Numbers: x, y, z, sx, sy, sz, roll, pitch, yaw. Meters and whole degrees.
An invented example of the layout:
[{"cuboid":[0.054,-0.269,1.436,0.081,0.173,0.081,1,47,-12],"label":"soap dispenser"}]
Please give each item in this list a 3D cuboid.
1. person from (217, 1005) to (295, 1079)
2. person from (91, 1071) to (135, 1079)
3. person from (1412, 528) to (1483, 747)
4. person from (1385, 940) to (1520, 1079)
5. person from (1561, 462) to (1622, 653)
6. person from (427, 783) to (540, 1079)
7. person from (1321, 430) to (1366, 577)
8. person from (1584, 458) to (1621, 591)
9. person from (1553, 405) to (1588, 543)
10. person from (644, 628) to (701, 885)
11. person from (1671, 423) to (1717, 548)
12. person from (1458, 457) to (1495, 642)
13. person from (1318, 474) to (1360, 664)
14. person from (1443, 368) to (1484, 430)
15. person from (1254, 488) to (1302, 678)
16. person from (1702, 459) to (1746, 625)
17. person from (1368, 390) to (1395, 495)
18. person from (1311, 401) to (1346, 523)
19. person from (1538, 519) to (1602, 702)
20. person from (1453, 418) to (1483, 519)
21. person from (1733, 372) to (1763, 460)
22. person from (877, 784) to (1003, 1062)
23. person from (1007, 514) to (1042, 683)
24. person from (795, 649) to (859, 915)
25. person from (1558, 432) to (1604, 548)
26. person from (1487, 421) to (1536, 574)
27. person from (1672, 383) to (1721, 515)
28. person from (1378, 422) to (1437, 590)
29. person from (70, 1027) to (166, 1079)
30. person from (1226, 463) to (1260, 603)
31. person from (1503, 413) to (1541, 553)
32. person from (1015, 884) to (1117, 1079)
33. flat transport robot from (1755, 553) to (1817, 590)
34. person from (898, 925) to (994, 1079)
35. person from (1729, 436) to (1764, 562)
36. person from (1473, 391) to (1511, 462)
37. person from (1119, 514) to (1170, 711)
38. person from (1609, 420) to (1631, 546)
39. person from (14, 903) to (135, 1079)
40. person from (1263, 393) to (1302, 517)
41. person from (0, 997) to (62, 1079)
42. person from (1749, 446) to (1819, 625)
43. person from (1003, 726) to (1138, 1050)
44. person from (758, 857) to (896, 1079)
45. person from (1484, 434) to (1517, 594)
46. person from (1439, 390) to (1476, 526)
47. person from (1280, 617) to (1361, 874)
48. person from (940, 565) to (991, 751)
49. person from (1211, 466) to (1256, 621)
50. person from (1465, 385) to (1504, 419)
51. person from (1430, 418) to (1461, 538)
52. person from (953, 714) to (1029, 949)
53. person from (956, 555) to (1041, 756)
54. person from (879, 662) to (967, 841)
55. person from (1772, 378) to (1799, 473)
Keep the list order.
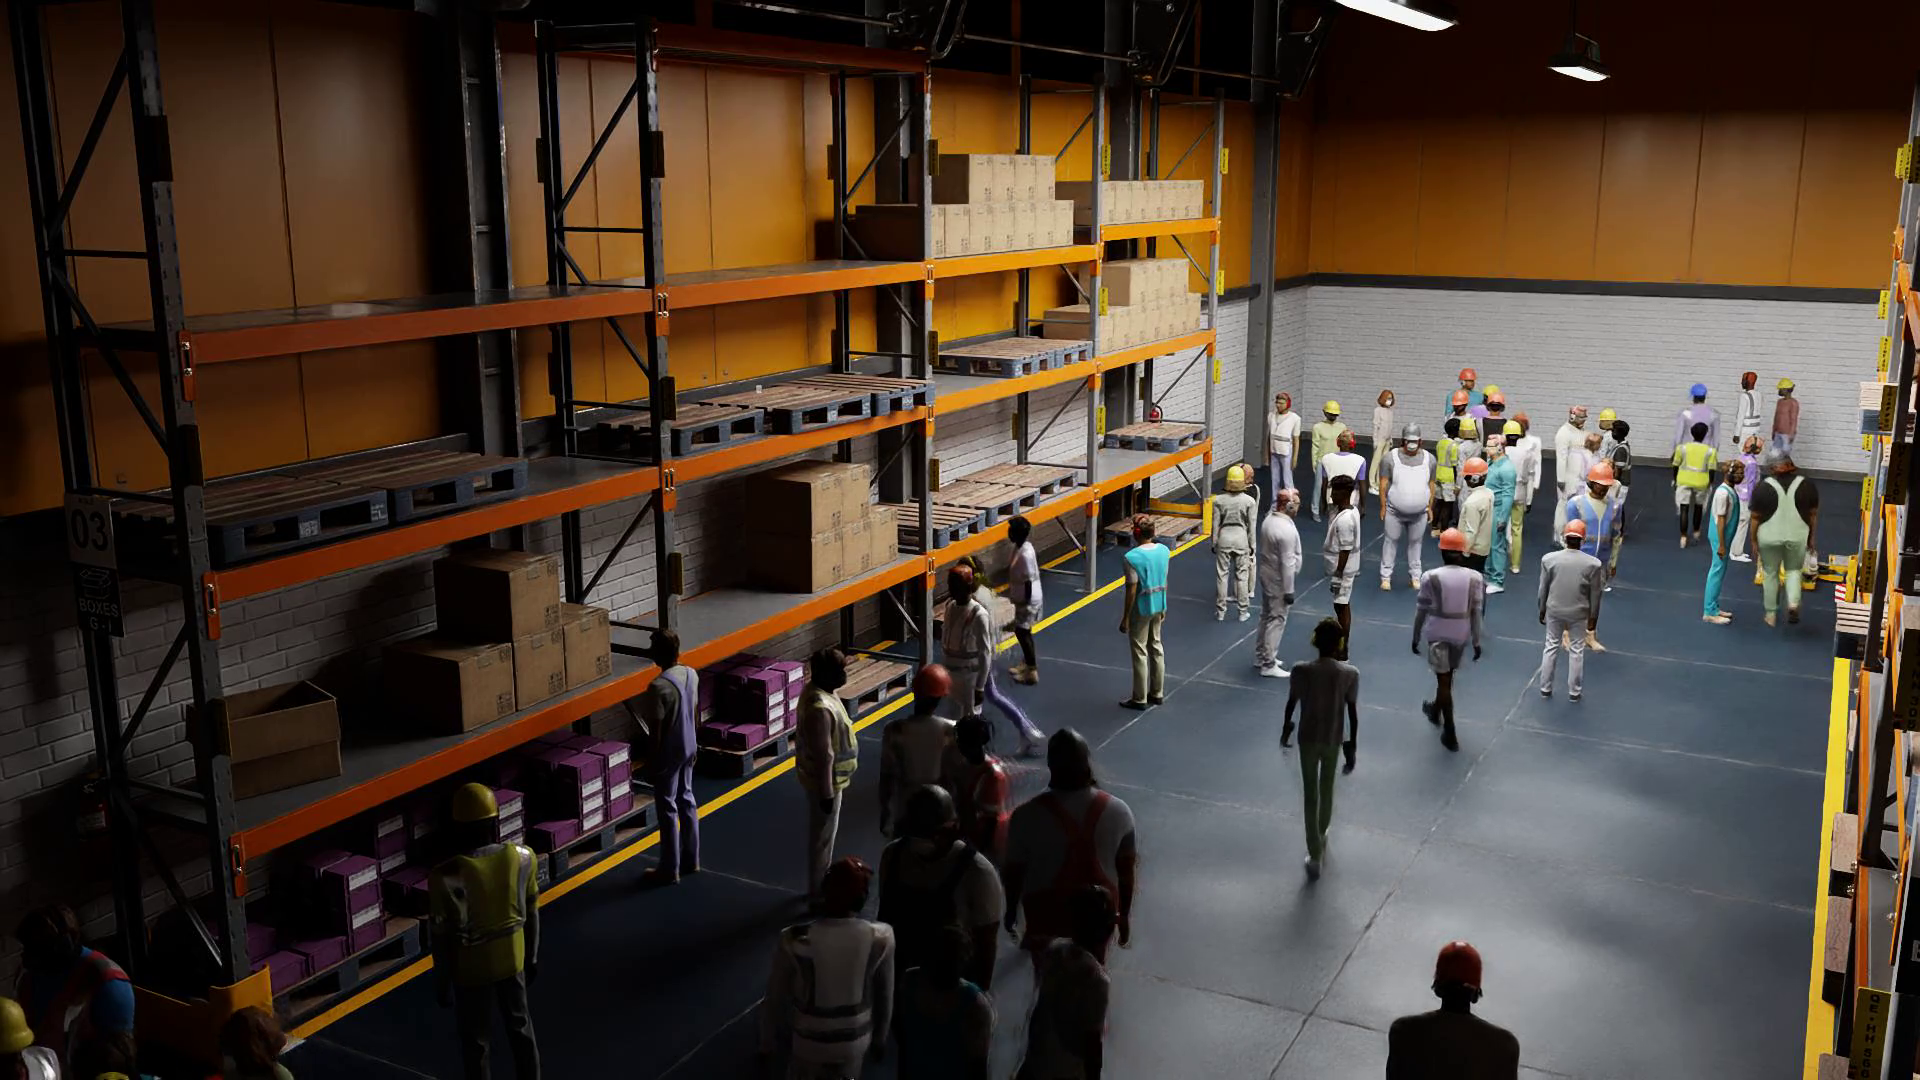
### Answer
[{"cuboid":[-2.949,2.708,7.000,0.506,1.588,0.828,10,16,39],"label":"person"},{"cuboid":[-3.136,2.783,6.340,0.572,1.741,0.443,-2,13,-10],"label":"person"},{"cuboid":[4.307,0.827,14.753,0.560,1.884,1.020,0,13,-2],"label":"person"},{"cuboid":[2.126,2.576,7.247,0.568,1.743,0.348,4,13,16],"label":"person"},{"cuboid":[6.564,0.194,17.273,0.602,2.035,0.404,-1,13,-5],"label":"person"},{"cuboid":[-2.463,2.184,8.621,0.584,1.918,0.409,-11,17,-42],"label":"person"},{"cuboid":[4.719,-0.435,20.510,0.565,1.840,0.390,7,14,29],"label":"person"},{"cuboid":[7.640,-0.181,19.840,0.502,1.632,0.279,-4,13,-16],"label":"person"},{"cuboid":[8.243,-0.882,22.397,0.658,1.893,0.400,-12,17,-43],"label":"person"},{"cuboid":[-2.038,1.520,11.775,0.349,1.836,0.517,6,14,26],"label":"person"},{"cuboid":[9.859,-0.761,22.365,0.550,1.644,0.869,6,14,25],"label":"person"},{"cuboid":[5.483,0.098,17.775,0.379,1.994,0.611,8,15,32],"label":"person"},{"cuboid":[3.887,0.295,16.986,0.367,1.953,0.606,4,13,16],"label":"person"},{"cuboid":[7.739,-1.644,25.567,0.622,1.996,0.370,-1,13,-6],"label":"person"},{"cuboid":[3.196,0.417,16.600,0.414,1.894,0.655,-1,13,-5],"label":"person"},{"cuboid":[8.504,0.010,18.507,0.331,1.843,0.519,7,14,29],"label":"person"},{"cuboid":[6.580,-1.526,25.863,0.507,1.631,0.281,-12,17,-43],"label":"person"},{"cuboid":[5.266,-1.121,23.764,0.525,1.760,0.341,-2,13,-11],"label":"person"},{"cuboid":[5.788,0.662,15.815,0.566,1.744,0.350,7,14,28],"label":"person"},{"cuboid":[6.750,-0.763,22.206,0.485,1.739,0.314,-10,16,-39],"label":"person"},{"cuboid":[12.349,-1.700,26.105,0.568,1.878,0.350,-11,16,-39],"label":"person"},{"cuboid":[-0.155,2.175,8.371,0.683,2.000,0.535,7,14,29],"label":"person"},{"cuboid":[0.630,0.564,16.382,0.344,1.686,0.562,0,13,-2],"label":"person"},{"cuboid":[-0.901,1.626,11.303,0.428,1.836,0.626,-1,13,-4],"label":"person"},{"cuboid":[8.168,-0.614,21.793,0.532,1.617,0.440,-6,14,-27],"label":"person"},{"cuboid":[6.841,-0.531,20.764,0.588,1.919,0.396,3,13,12],"label":"person"},{"cuboid":[10.727,-1.319,24.244,0.626,1.946,0.411,3,13,11],"label":"person"},{"cuboid":[5.359,-0.399,19.894,0.680,2.000,0.537,0,13,2],"label":"person"},{"cuboid":[-3.182,2.723,6.399,0.654,1.824,0.474,3,13,12],"label":"person"},{"cuboid":[3.300,-0.085,19.396,0.308,1.641,0.511,11,17,42],"label":"person"},{"cuboid":[7.380,-0.797,22.104,0.585,1.855,0.838,1,13,6],"label":"person"},{"cuboid":[0.381,2.472,7.602,0.897,1.803,0.546,-5,13,-21],"label":"person"},{"cuboid":[10.239,0.337,20.595,0.652,0.197,1.431,6,14,26],"label":"flat transport robot"},{"cuboid":[-0.136,2.531,7.366,0.573,1.786,0.953,8,15,33],"label":"person"},{"cuboid":[10.116,-0.531,21.414,0.321,1.631,0.522,3,13,11],"label":"person"},{"cuboid":[7.234,-1.010,22.660,0.611,2.032,0.411,4,13,16],"label":"person"},{"cuboid":[1.733,0.675,15.525,0.569,1.843,0.373,-11,17,-41],"label":"person"},{"cuboid":[8.855,-0.772,22.365,0.320,1.693,0.536,5,14,23],"label":"person"},{"cuboid":[-3.952,2.486,7.465,0.632,1.835,0.431,5,14,23],"label":"person"},{"cuboid":[4.674,-1.220,24.034,0.386,1.837,0.564,-10,16,-37],"label":"person"},{"cuboid":[-3.787,2.666,6.660,0.403,1.826,0.592,6,14,24],"label":"person"},{"cuboid":[9.050,-0.056,18.360,0.714,2.000,0.574,4,13,16],"label":"person"},{"cuboid":[0.581,1.993,9.184,0.705,2.000,0.656,-3,13,-11],"label":"person"},{"cuboid":[-0.616,2.386,7.847,0.647,1.858,0.577,-3,13,-14],"label":"person"},{"cuboid":[6.339,-0.315,19.824,0.407,1.906,0.655,-1,13,-5],"label":"person"},{"cuboid":[7.058,-1.170,23.610,0.385,1.929,0.543,-9,16,-36],"label":"person"},{"cuboid":[2.611,1.447,12.104,0.510,1.831,0.850,1,13,3],"label":"person"},{"cuboid":[0.022,1.116,13.463,0.342,1.883,0.587,-8,15,-32],"label":"person"},{"cuboid":[3.056,0.036,18.622,0.493,1.740,0.325,2,13,10],"label":"person"},{"cuboid":[7.704,-1.359,24.583,0.628,1.867,0.938,7,14,29],"label":"person"},{"cuboid":[6.615,-0.813,22.555,0.319,1.688,0.536,-2,13,-11],"label":"person"},{"cuboid":[0.197,1.879,10.590,0.897,1.647,0.535,-8,15,-33],"label":"person"},{"cuboid":[0.216,0.998,14.158,0.916,1.832,0.546,1,13,4],"label":"person"},{"cuboid":[-0.212,1.729,10.625,0.654,1.929,0.608,1,13,4],"label":"person"},{"cuboid":[13.002,-1.678,26.268,0.338,1.758,0.539,-1,13,-6],"label":"person"}]
